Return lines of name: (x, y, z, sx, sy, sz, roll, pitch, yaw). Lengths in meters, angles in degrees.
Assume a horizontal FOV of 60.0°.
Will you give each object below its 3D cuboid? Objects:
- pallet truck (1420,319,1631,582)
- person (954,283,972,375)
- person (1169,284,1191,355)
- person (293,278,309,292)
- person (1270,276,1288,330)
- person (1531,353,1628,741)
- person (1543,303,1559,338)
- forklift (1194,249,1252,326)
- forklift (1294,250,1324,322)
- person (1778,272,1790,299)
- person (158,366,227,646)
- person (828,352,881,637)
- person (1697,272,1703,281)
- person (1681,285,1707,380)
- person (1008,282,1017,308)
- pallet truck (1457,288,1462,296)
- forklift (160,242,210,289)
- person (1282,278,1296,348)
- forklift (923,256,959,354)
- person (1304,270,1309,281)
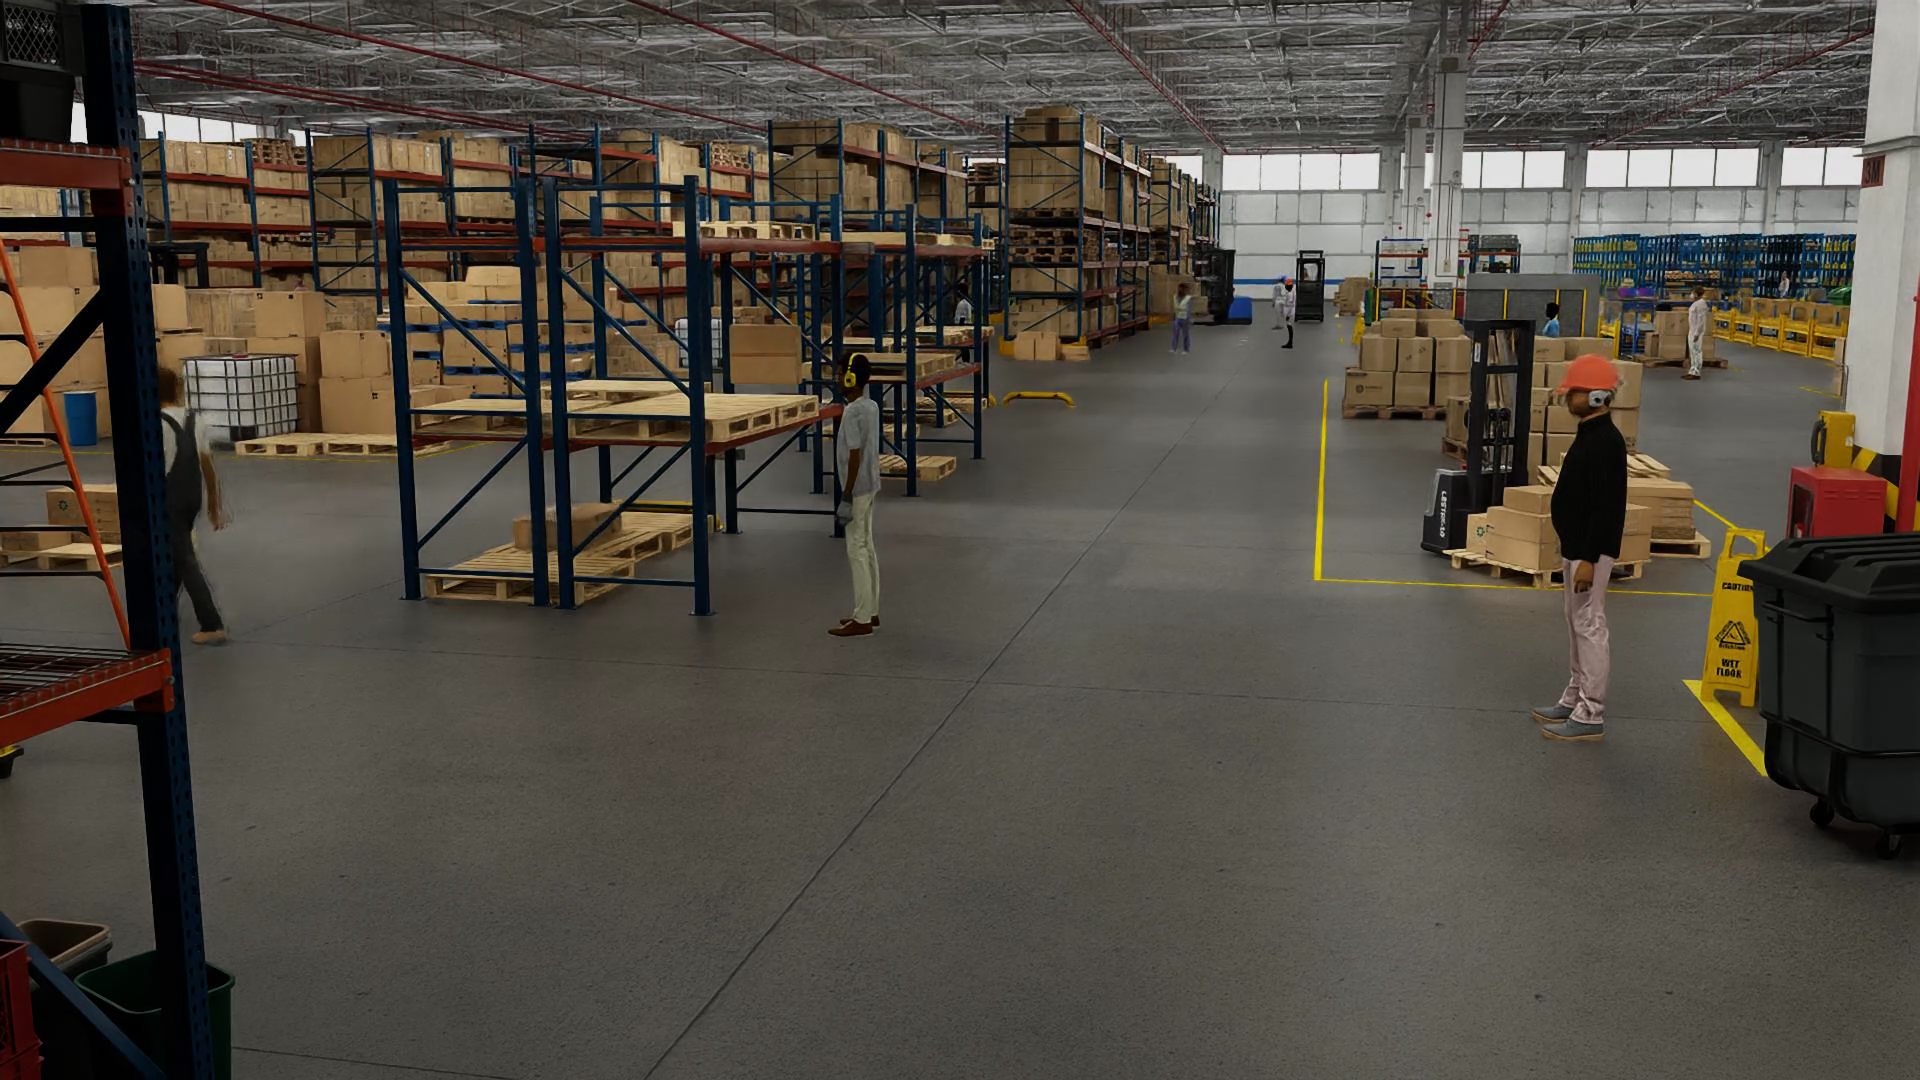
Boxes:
pallet truck: (4.543, -0.757, 13.299, 0.823, 1.965, 1.885, -4, 10, -22)
person: (0.060, -4.508, 35.601, 0.367, 1.966, 0.606, 2, 10, 12)
person: (5.711, -5.692, 42.988, 0.603, 1.838, 1.014, 7, 12, 36)
person: (-20.194, -7.065, 50.921, 0.409, 1.909, 0.642, 2, 10, 12)
person: (11.313, -8.375, 58.727, 0.777, 1.896, 0.454, -2, 10, -14)
person: (3.222, 0.039, 8.588, 0.375, 1.997, 0.612, 2, 10, 12)
person: (10.670, -3.437, 30.061, 0.318, 1.697, 0.535, 2, 10, 12)
forklift: (9.748, -9.296, 61.252, 1.873, 2.768, 1.129, -4, 10, -22)
forklift: (13.778, -10.002, 65.433, 1.129, 2.768, 1.873, 2, 10, 12)
person: (35.892, -10.711, 72.515, 0.409, 1.909, 0.642, 2, 10, 12)
person: (-5.100, -0.221, 10.741, 0.943, 1.795, 0.512, 4, 10, 22)
person: (-0.694, -0.296, 10.946, 0.328, 1.872, 0.513, 2, 10, 12)
person: (35.877, -12.071, 80.733, 0.389, 1.850, 0.566, 2, 10, 12)
person: (15.112, -4.252, 34.171, 0.372, 1.940, 0.631, 2, 10, 12)
person: (1.764, -7.916, 56.575, 0.318, 1.700, 0.535, 2, 10, 12)
pallet truck: (20.506, -9.785, 68.819, 0.653, 1.274, 1.630, 2, 10, 12)
forklift: (-16.063, -4.810, 34.690, 1.129, 2.768, 1.873, 2, 10, 12)
person: (9.162, -6.307, 46.328, 0.350, 1.942, 0.545, 2, 10, 12)
forklift: (-0.515, -6.337, 43.730, 1.129, 2.768, 1.873, 2, 10, 12)
person: (18.025, -13.134, 86.845, 0.409, 1.913, 0.642, 2, 10, 12)
